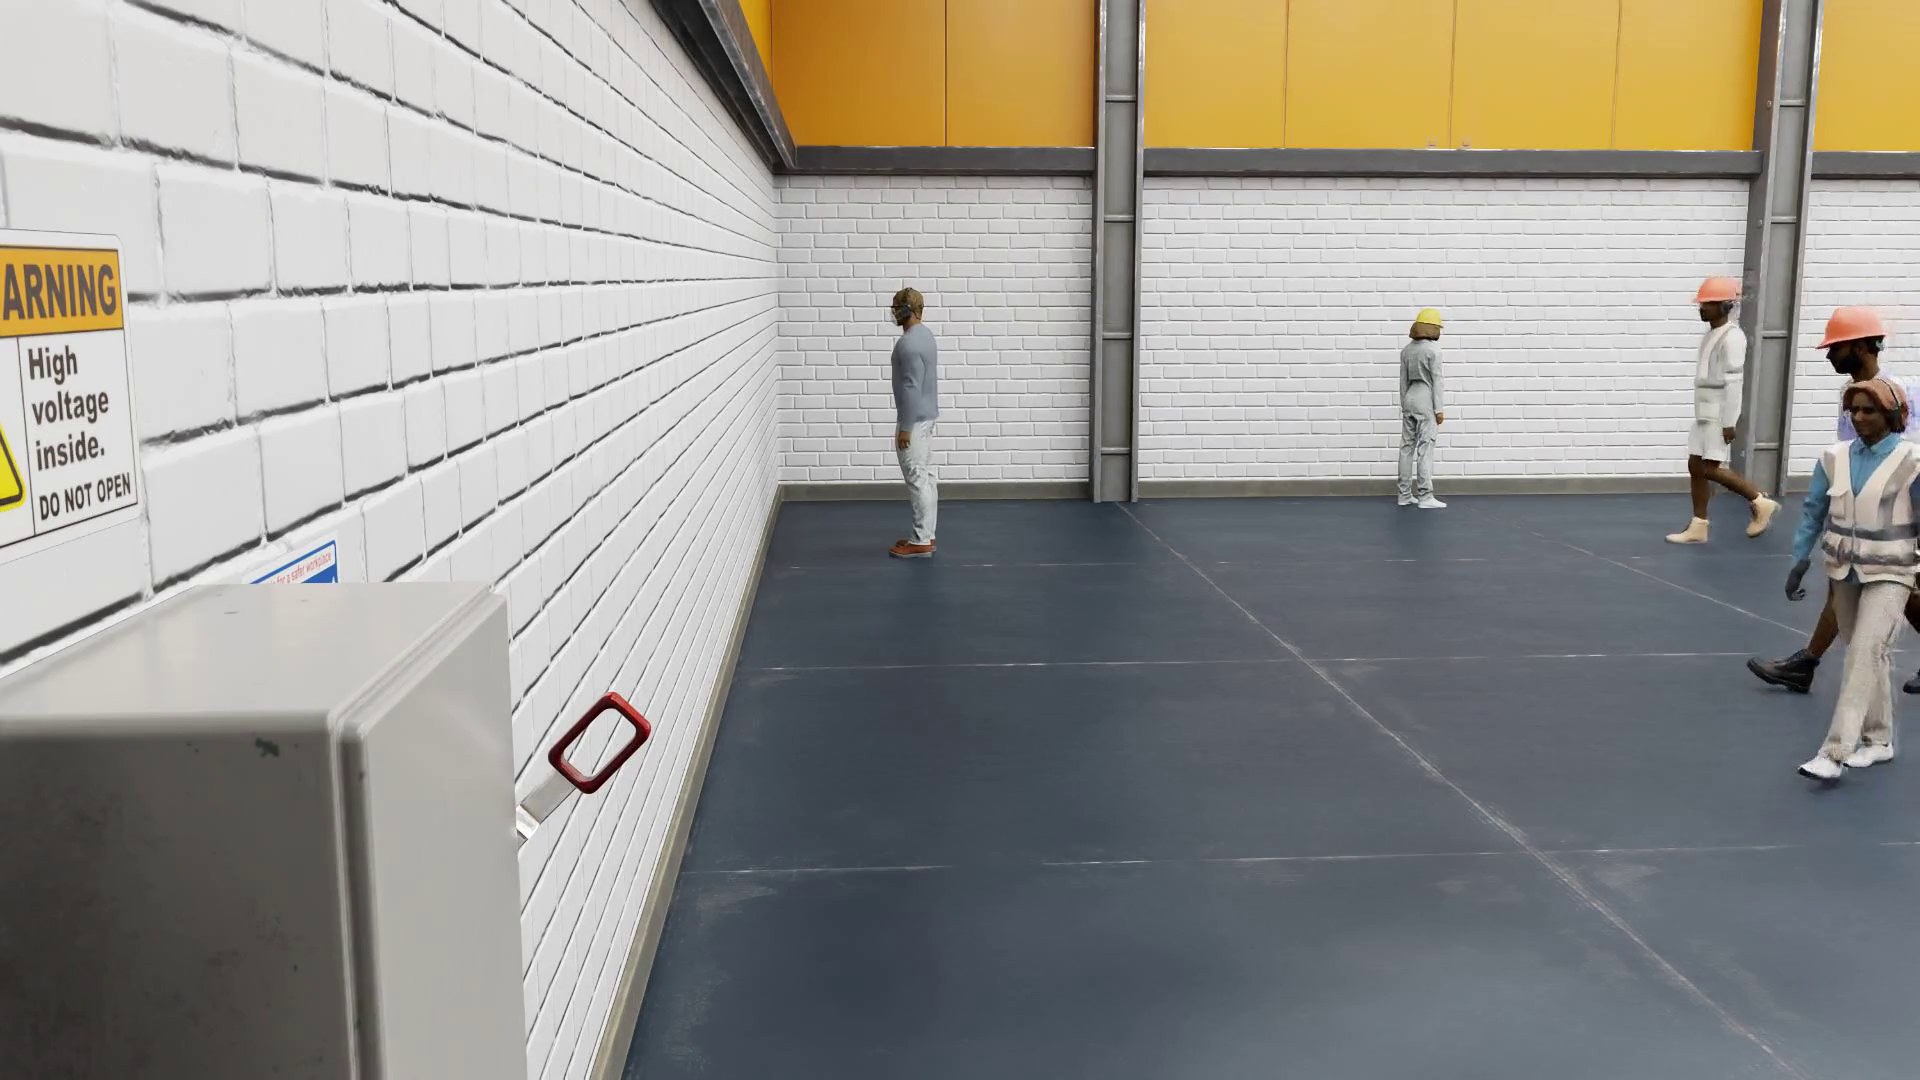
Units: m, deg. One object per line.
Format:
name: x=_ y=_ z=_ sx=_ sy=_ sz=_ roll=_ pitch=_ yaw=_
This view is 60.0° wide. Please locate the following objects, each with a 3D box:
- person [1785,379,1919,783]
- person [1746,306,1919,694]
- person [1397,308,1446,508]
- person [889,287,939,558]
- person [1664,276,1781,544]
person: x=3.556 y=0.166 z=6.654 sx=0.786 sy=1.601 sz=0.547 roll=-4 pitch=10 yaw=-25
person: x=4.396 y=-0.170 z=7.955 sx=1.020 sy=1.877 sz=0.590 roll=2 pitch=9 yaw=10
person: x=4.053 y=-1.149 z=14.533 sx=0.311 sy=1.735 sz=0.484 roll=-5 pitch=10 yaw=-28
person: x=-0.331 y=-0.840 z=11.953 sx=0.352 sy=1.937 sz=0.635 roll=1 pitch=9 yaw=9
person: x=5.714 y=-0.946 z=12.389 sx=0.688 sy=2.025 sz=0.605 roll=1 pitch=9 yaw=5
